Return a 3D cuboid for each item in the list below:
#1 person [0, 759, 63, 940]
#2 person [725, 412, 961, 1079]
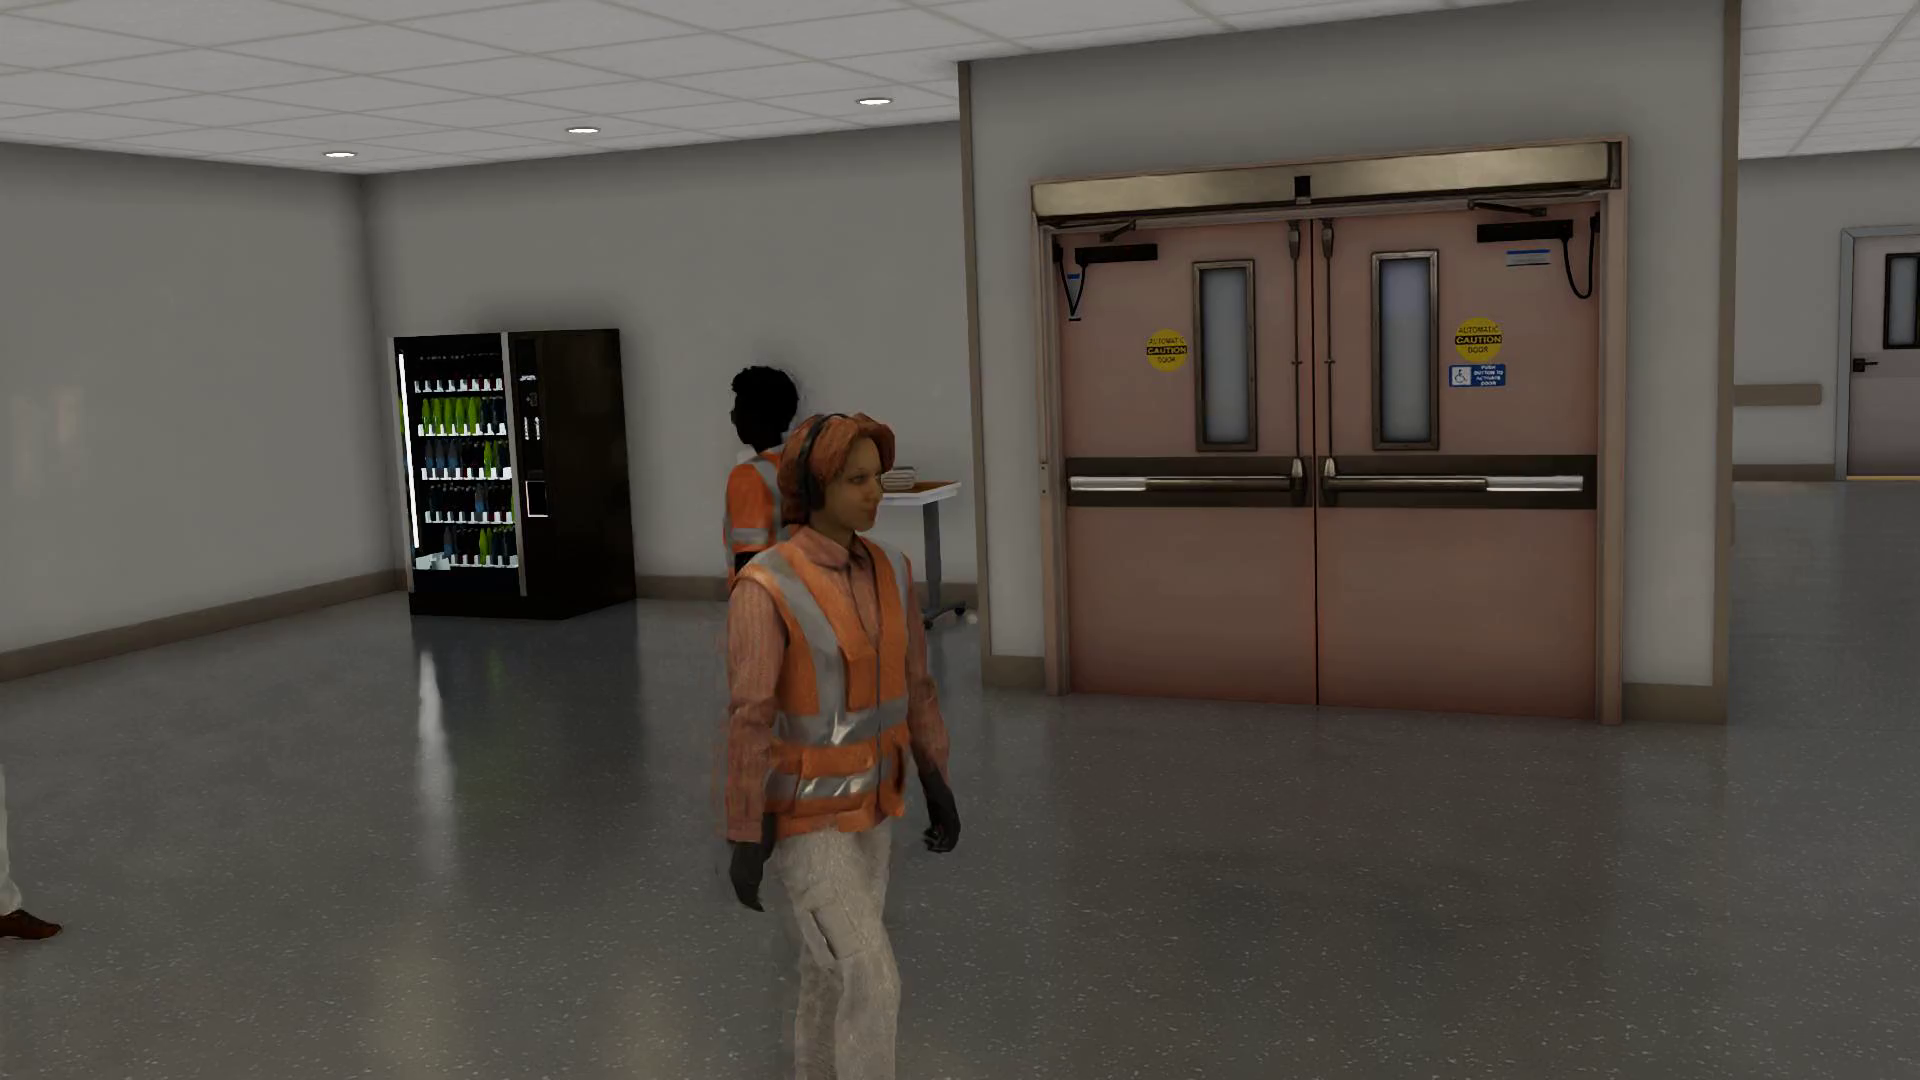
[{"bbox_3d":[-3.212,0.462,5.063,0.703,1.607,0.503,-1,8,13],"label":"person"},{"bbox_3d":[-0.170,0.560,3.288,0.588,1.615,0.546,2,9,32],"label":"person"}]
